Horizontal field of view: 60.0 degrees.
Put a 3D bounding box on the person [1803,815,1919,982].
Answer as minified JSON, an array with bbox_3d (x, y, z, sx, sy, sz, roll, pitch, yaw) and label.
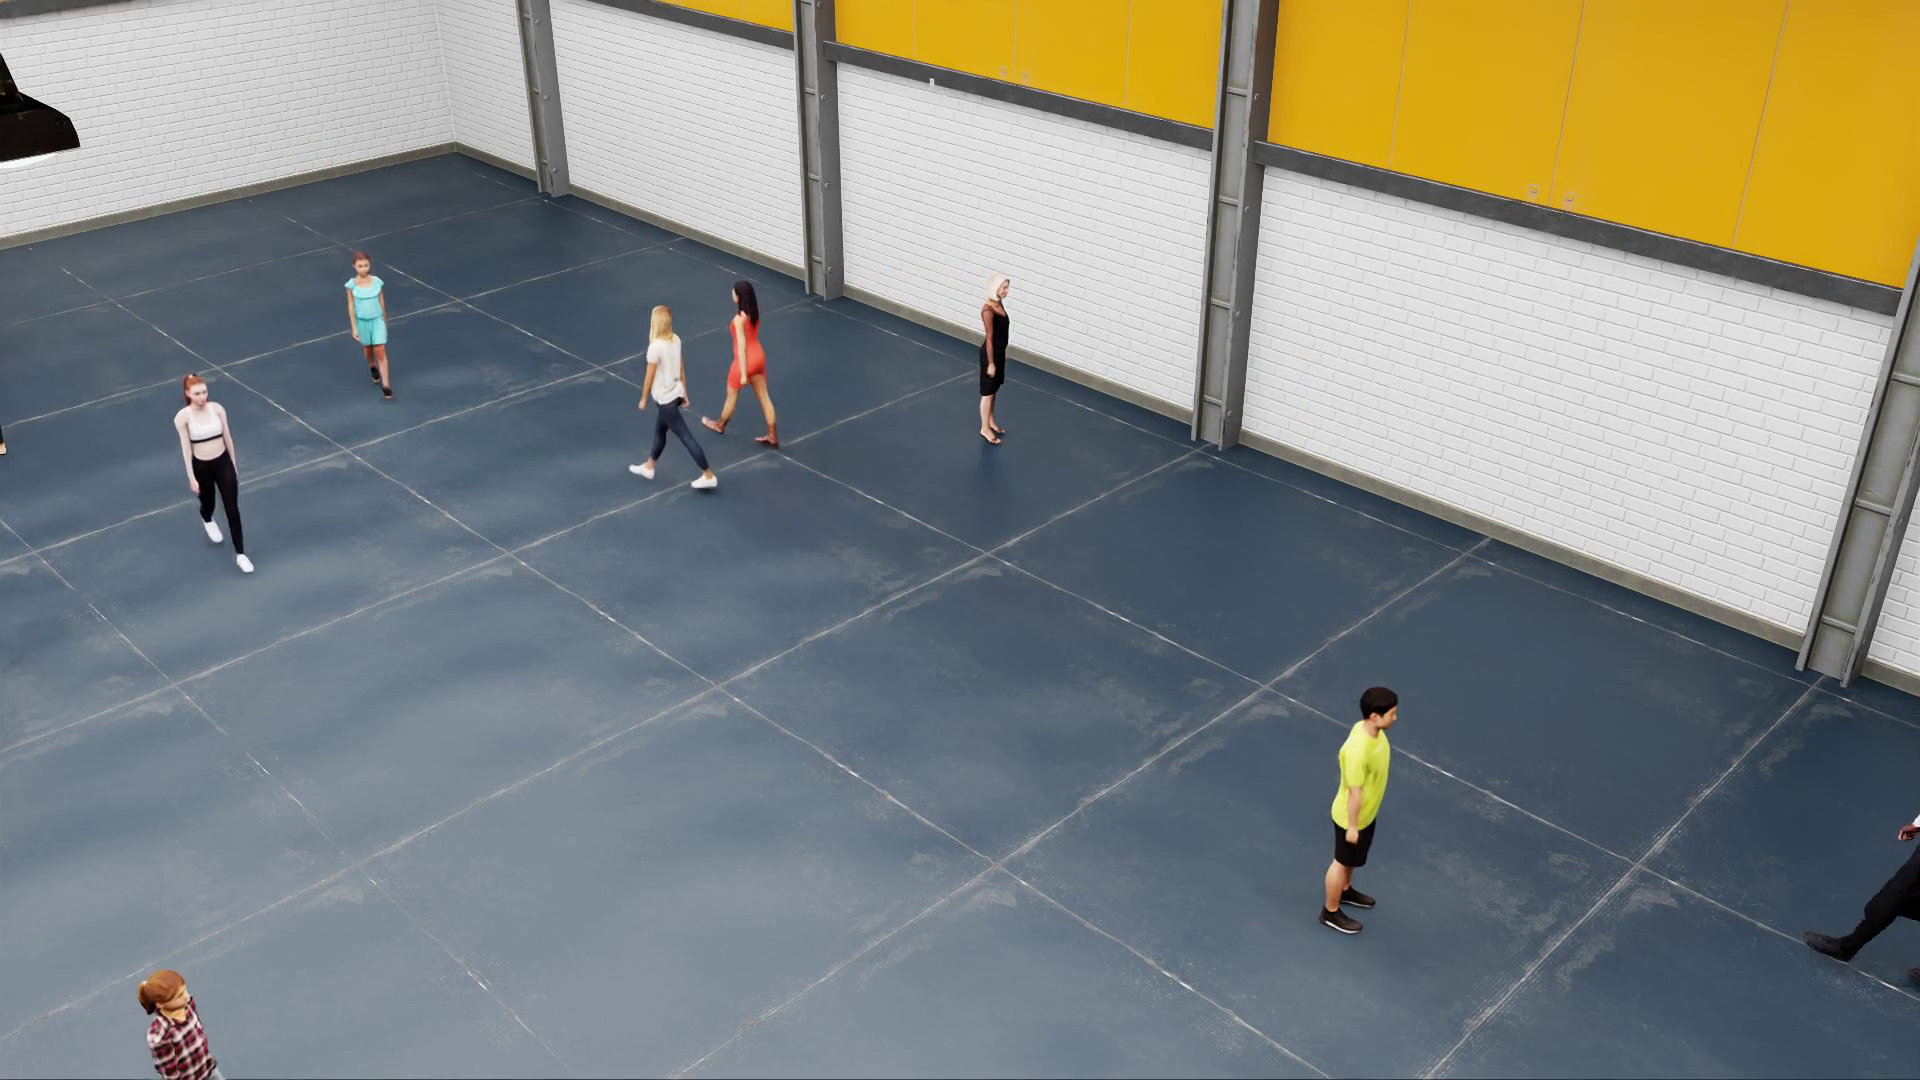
[{"bbox_3d":[5.798,1.876,9.619,1.181,1.801,0.815,18,33,29],"label":"person"}]

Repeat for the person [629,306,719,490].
[{"bbox_3d":[-2.601,-1.250,15.401,1.231,1.753,0.945,9,30,17],"label":"person"}]

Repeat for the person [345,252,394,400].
[{"bbox_3d":[-6.249,-2.302,17.567,0.850,1.524,1.135,-10,30,-18],"label":"person"}]

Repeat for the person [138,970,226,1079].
[{"bbox_3d":[-4.053,2.733,8.583,0.824,1.289,0.734,6,29,12],"label":"person"}]

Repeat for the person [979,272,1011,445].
[{"bbox_3d":[0.323,-1.813,16.442,0.674,1.743,0.673,8,30,14],"label":"person"}]

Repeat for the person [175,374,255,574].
[{"bbox_3d":[-6.447,-0.599,14.254,0.657,1.708,1.172,-22,35,-34],"label":"person"}]

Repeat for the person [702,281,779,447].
[{"bbox_3d":[-1.987,-1.682,16.272,1.154,1.676,0.870,13,31,22],"label":"person"}]

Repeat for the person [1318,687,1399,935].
[{"bbox_3d":[2.414,1.625,10.174,0.657,1.710,0.697,13,31,22],"label":"person"}]
